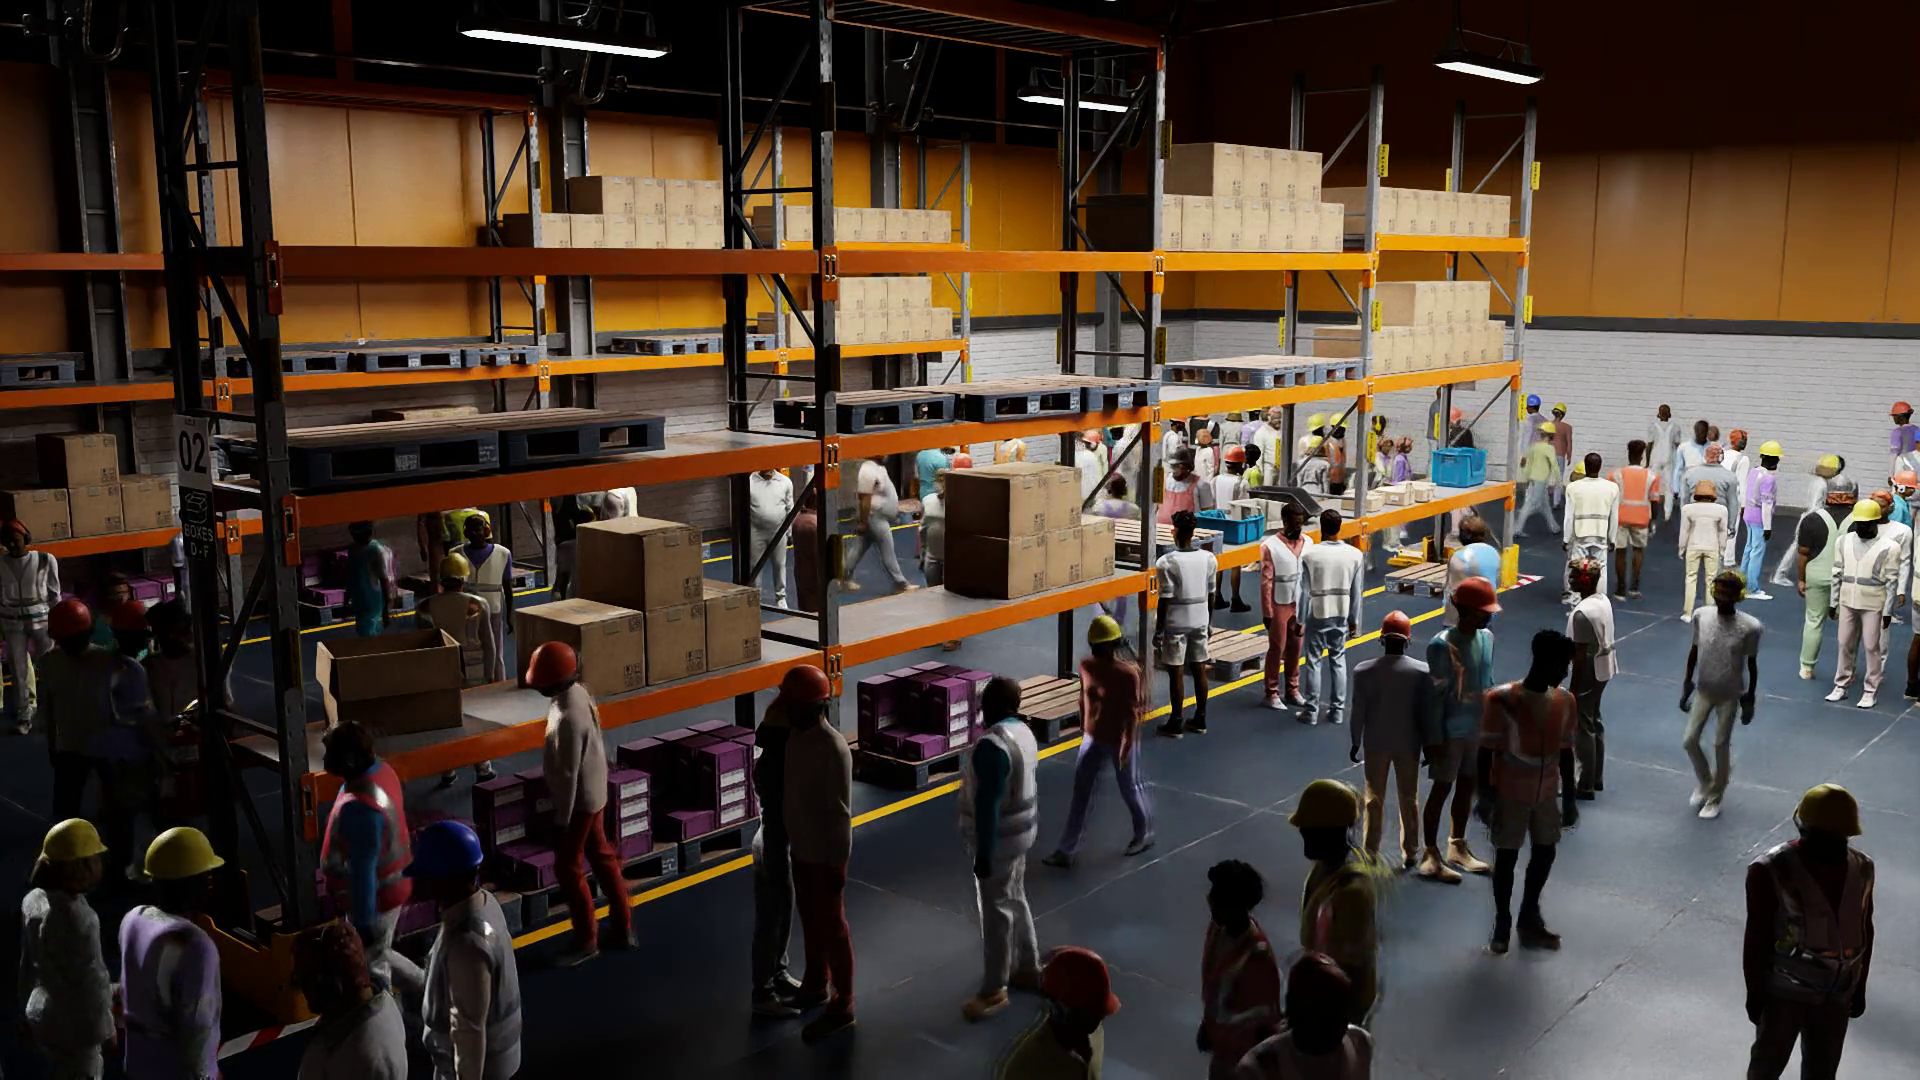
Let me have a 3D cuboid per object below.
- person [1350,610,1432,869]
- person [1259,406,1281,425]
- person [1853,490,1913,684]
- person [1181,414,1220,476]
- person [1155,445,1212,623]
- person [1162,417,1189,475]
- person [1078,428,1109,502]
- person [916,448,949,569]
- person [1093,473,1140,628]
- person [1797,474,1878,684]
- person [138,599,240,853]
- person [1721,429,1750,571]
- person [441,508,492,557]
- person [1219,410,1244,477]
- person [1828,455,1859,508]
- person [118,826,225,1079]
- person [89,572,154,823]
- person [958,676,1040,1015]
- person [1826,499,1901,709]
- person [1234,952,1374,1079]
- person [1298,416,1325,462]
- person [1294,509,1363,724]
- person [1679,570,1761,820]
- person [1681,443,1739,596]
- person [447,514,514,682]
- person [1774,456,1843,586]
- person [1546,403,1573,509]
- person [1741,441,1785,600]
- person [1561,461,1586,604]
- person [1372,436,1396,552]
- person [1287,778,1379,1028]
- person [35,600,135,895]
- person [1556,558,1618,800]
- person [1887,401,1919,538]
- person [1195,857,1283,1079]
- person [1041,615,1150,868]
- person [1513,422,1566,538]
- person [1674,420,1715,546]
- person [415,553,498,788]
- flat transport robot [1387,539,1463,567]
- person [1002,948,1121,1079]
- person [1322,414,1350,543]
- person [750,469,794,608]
[{"bbox_3d":[2.893,1.338,11.151,0.562,1.752,0.327,1,10,8],"label":"person"},{"bbox_3d":[4.909,-1.322,26.833,0.516,1.828,0.395,3,10,18],"label":"person"},{"bbox_3d":[8.831,0.449,16.077,0.573,1.883,0.356,8,12,40],"label":"person"},{"bbox_3d":[3.685,-1.195,25.457,0.613,2.033,0.411,5,11,29],"label":"person"},{"bbox_3d":[2.433,-0.050,18.584,0.693,2.000,0.537,5,11,26],"label":"person"},{"bbox_3d":[3.144,-0.952,24.327,0.388,1.926,0.549,0,10,1],"label":"person"},{"bbox_3d":[1.992,-0.901,24.879,0.498,1.633,0.284,5,11,29],"label":"person"},{"bbox_3d":[-0.318,-0.528,21.871,0.399,1.899,0.646,-5,11,-27],"label":"person"},{"bbox_3d":[1.639,0.208,17.724,0.528,1.818,0.736,2,10,10],"label":"person"},{"bbox_3d":[8.480,0.362,16.122,0.680,2.000,0.535,5,11,29],"label":"person"},{"bbox_3d":[-4.950,1.315,10.736,0.645,1.932,0.728,0,10,1],"label":"person"},{"bbox_3d":[10.155,-0.521,21.911,0.348,1.876,0.568,-3,10,-15],"label":"person"},{"bbox_3d":[-5.311,0.229,17.951,0.532,1.694,0.319,-3,10,-15],"label":"person"},{"bbox_3d":[4.488,-1.364,27.357,0.492,1.731,0.324,4,10,22],"label":"person"},{"bbox_3d":[10.827,-0.213,20.601,0.557,1.679,0.404,3,10,17],"label":"person"},{"bbox_3d":[-3.082,2.046,6.588,0.604,1.869,1.036,6,11,34],"label":"person"},{"bbox_3d":[-6.148,1.130,12.155,0.392,1.837,0.564,8,13,41],"label":"person"},{"bbox_3d":[0.212,1.659,9.111,0.432,1.807,0.699,3,10,17],"label":"person"},{"bbox_3d":[8.249,0.575,15.226,0.391,1.920,0.587,-7,12,-34],"label":"person"},{"bbox_3d":[1.190,2.251,5.421,0.576,1.837,0.992,-4,10,-24],"label":"person"},{"bbox_3d":[5.203,-0.876,24.091,0.623,1.844,0.995,1,10,7],"label":"person"},{"bbox_3d":[3.242,0.679,14.638,0.598,1.908,0.402,-2,10,-14],"label":"person"},{"bbox_3d":[5.509,1.126,12.111,0.385,1.854,0.555,-9,13,-43],"label":"person"},{"bbox_3d":[9.011,-0.218,19.991,0.652,1.906,0.402,9,13,42],"label":"person"},{"bbox_3d":[-4.273,0.674,14.841,0.570,1.844,0.379,-2,10,-9],"label":"person"},{"bbox_3d":[10.641,-0.215,20.638,0.934,1.678,0.503,4,10,22],"label":"person"},{"bbox_3d":[9.824,-1.388,27.430,0.535,1.755,0.342,7,12,37],"label":"person"},{"bbox_3d":[9.678,-0.238,20.073,0.398,1.920,0.586,1,10,8],"label":"person"},{"bbox_3d":[7.349,-0.086,19.733,0.323,1.730,0.491,4,10,24],"label":"person"},{"bbox_3d":[5.926,-0.648,23.377,0.551,1.629,0.410,-1,10,-7],"label":"person"},{"bbox_3d":[1.665,1.938,7.126,0.753,1.904,0.595,0,10,2],"label":"person"},{"bbox_3d":[-5.541,1.332,10.571,0.640,1.950,0.768,-1,10,-5],"label":"person"},{"bbox_3d":[4.774,1.052,12.631,0.392,1.836,0.561,6,11,33],"label":"person"},{"bbox_3d":[13.812,-1.020,24.447,0.603,2.025,0.443,-5,11,-29],"label":"person"},{"bbox_3d":[1.154,2.096,6.856,0.348,1.679,0.583,-1,10,-7],"label":"person"},{"bbox_3d":[0.969,1.352,11.195,0.536,1.713,0.918,8,12,39],"label":"person"},{"bbox_3d":[8.591,-0.883,24.535,0.946,1.709,0.537,-1,10,-8],"label":"person"},{"bbox_3d":[10.310,-0.743,23.260,0.589,1.883,0.981,0,10,2],"label":"person"},{"bbox_3d":[-3.881,1.010,12.872,0.589,1.835,0.404,0,10,-1],"label":"person"},{"bbox_3d":[6.420,0.184,22.462,0.652,0.197,1.431,9,13,43],"label":"flat transport robot"},{"bbox_3d":[0.286,2.234,5.913,0.767,1.722,0.581,6,11,32],"label":"person"},{"bbox_3d":[5.369,-0.859,23.845,0.594,1.905,0.449,-9,13,-44],"label":"person"},{"bbox_3d":[-2.234,-0.093,19.272,0.644,1.900,0.399,-2,10,-12],"label":"person"}]
